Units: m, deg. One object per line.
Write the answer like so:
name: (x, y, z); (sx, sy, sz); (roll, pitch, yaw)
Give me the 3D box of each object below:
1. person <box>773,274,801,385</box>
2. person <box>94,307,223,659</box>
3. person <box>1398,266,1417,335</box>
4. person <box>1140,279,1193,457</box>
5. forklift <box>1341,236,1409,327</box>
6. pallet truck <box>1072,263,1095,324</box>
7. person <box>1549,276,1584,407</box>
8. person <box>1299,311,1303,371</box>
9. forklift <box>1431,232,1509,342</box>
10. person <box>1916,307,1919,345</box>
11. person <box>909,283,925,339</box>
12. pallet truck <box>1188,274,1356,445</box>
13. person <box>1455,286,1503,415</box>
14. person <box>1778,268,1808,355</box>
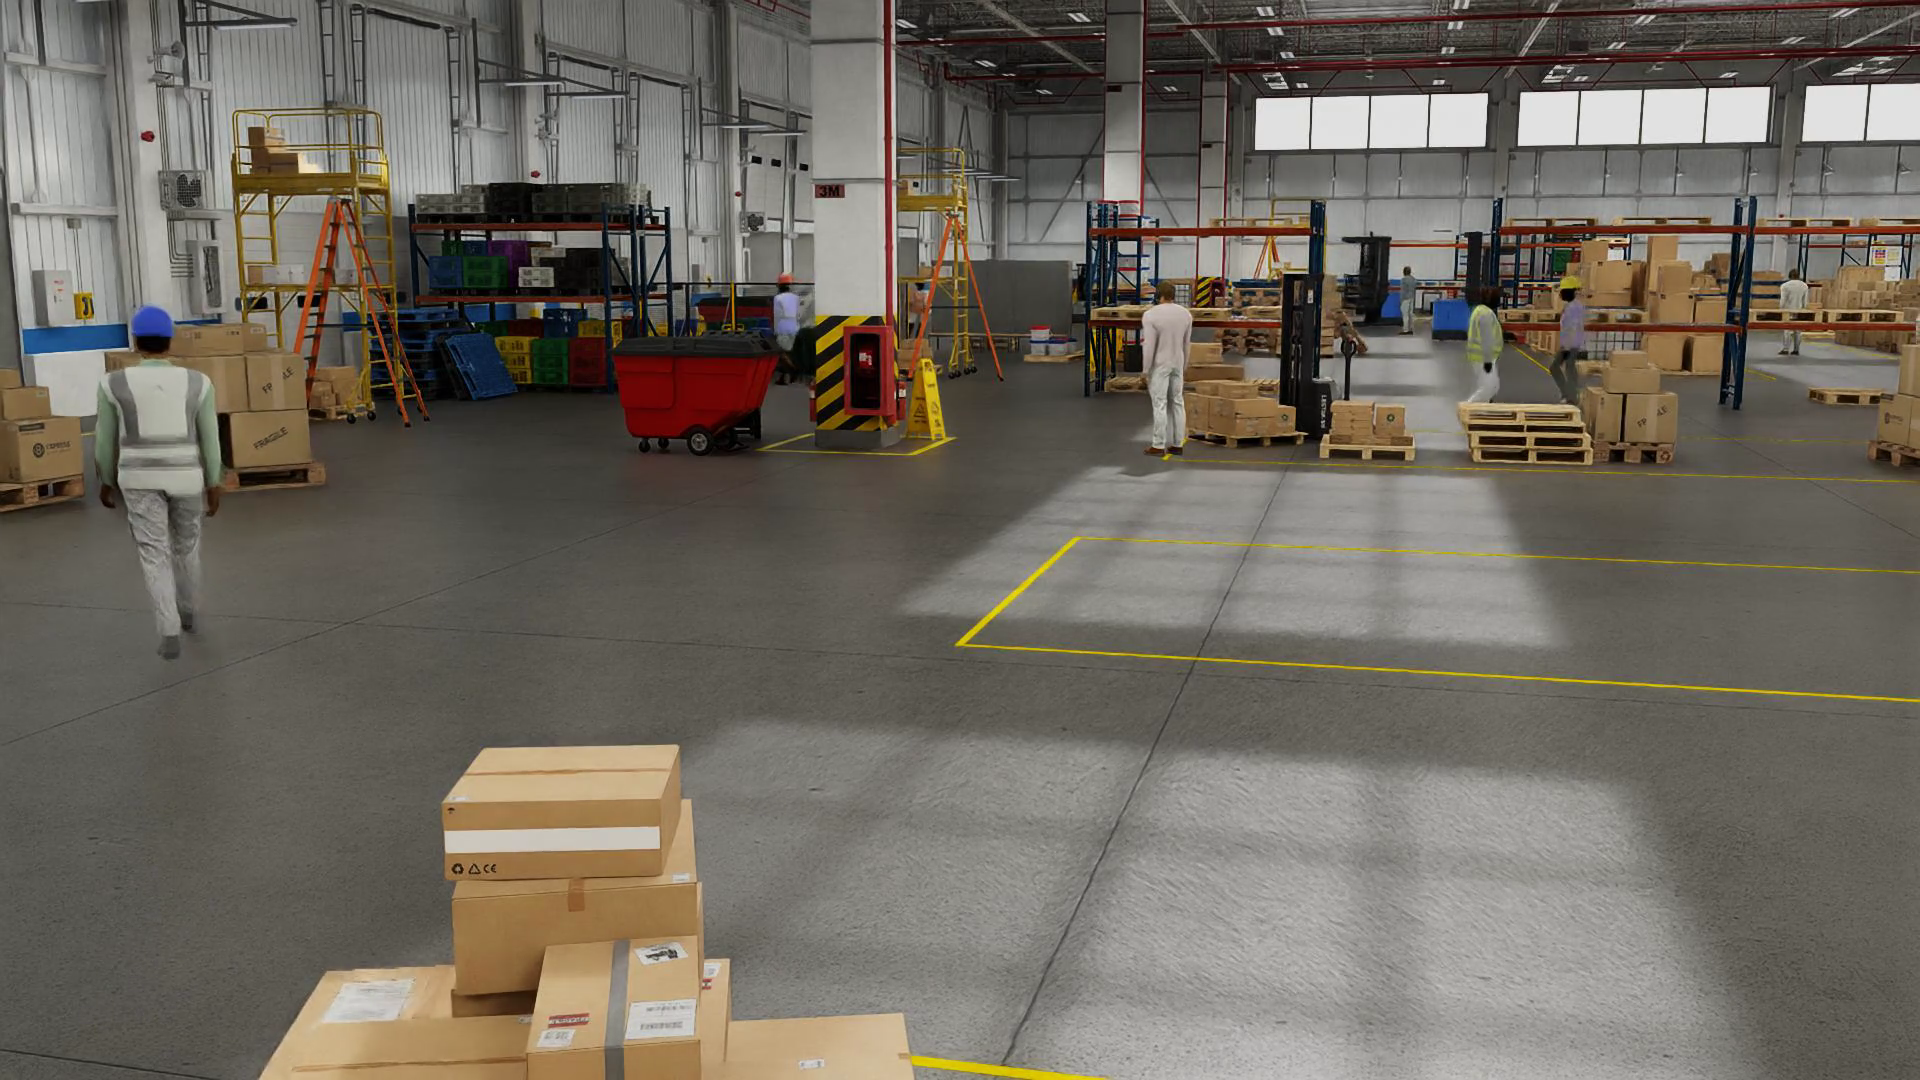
person: (-2.909, -3.560, 28.250); (0.563, 1.901, 0.655); (-8, 13, -40)
person: (-4.481, -0.340, 9.295); (0.603, 1.895, 0.985); (-7, 12, -34)
person: (12.604, -6.742, 46.870); (0.634, 1.936, 0.351); (-7, 12, -35)
person: (2.248, -1.877, 18.225); (0.627, 1.941, 0.374); (-5, 11, -28)
forklift: (13.024, -8.041, 51.747); (1.873, 2.768, 1.129); (-2, 10, -12)
pallet truck: (4.325, -8.180, 55.162); (0.823, 1.965, 1.885); (6, 11, 31)
person: (8.624, -2.791, 23.671); (0.456, 1.909, 0.621); (2, 10, 11)
person: (6.719, -4.094, 31.890); (0.486, 1.738, 0.340); (-8, 13, -41)
forklift: (13.183, -6.527, 42.836); (1.873, 2.768, 1.129); (2, 10, 14)
person: (13.033, -2.566, 22.545); (0.895, 1.843, 0.609); (-1, 10, -6)
person: (-1.100, -5.555, 40.687); (0.391, 1.668, 0.598); (7, 12, 34)
pallet truck: (3.653, -2.138, 19.590); (1.885, 1.965, 0.823); (-4, 10, -20)
person: (6.562, -2.276, 20.884); (0.503, 1.823, 0.646); (1, 10, 8)
person: (18.593, -5.094, 37.167); (0.633, 1.938, 0.356); (-1, 10, -7)
